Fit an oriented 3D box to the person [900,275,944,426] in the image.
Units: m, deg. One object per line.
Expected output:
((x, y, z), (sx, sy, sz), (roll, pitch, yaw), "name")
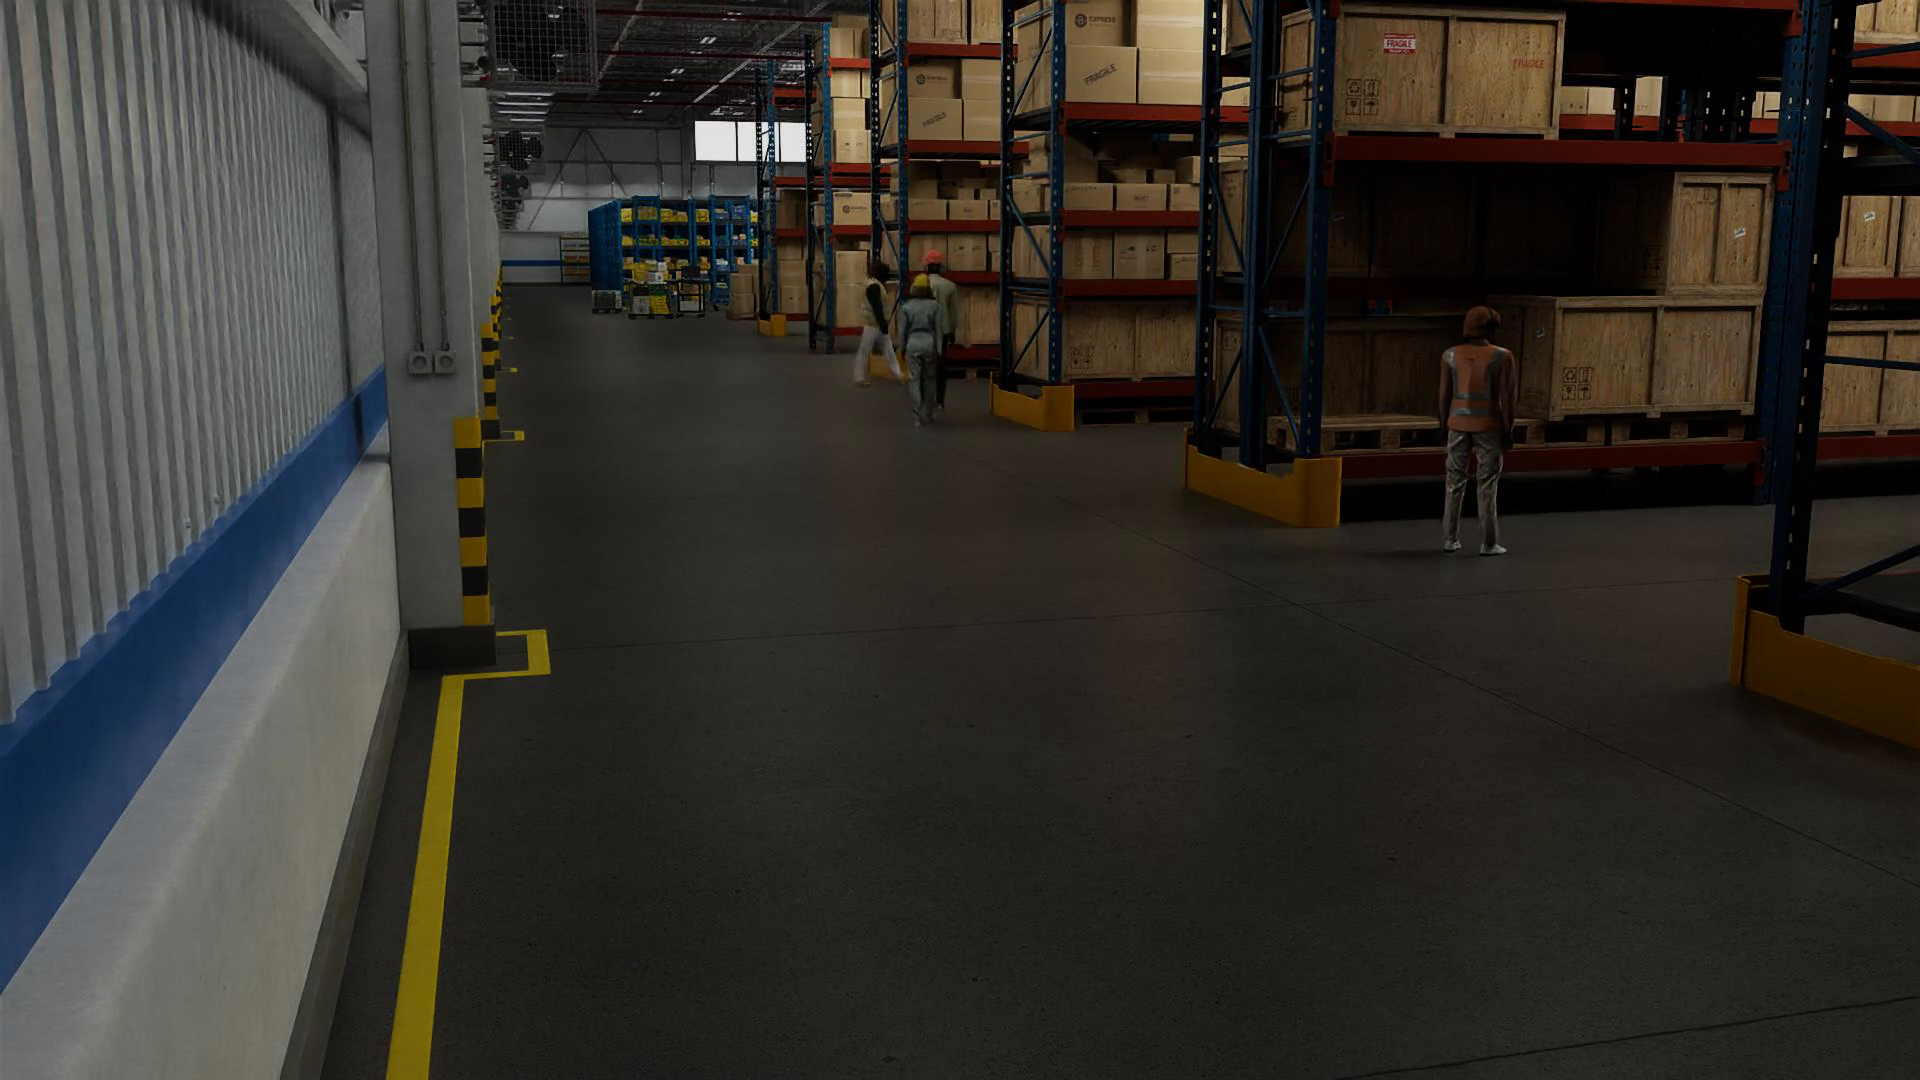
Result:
((-0.438, -2.181, 19.055), (0.505, 1.687, 0.889), (0, 10, 2), "person")

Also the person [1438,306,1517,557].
((3.382, -0.710, 10.909), (0.514, 1.640, 0.310), (8, 13, 38), "person")

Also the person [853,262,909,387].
((-1.122, -3.084, 23.925), (0.946, 1.780, 0.654), (2, 10, 12), "person")

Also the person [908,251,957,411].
((-0.371, -2.602, 20.696), (0.658, 1.956, 0.947), (-3, 10, -17), "person")
